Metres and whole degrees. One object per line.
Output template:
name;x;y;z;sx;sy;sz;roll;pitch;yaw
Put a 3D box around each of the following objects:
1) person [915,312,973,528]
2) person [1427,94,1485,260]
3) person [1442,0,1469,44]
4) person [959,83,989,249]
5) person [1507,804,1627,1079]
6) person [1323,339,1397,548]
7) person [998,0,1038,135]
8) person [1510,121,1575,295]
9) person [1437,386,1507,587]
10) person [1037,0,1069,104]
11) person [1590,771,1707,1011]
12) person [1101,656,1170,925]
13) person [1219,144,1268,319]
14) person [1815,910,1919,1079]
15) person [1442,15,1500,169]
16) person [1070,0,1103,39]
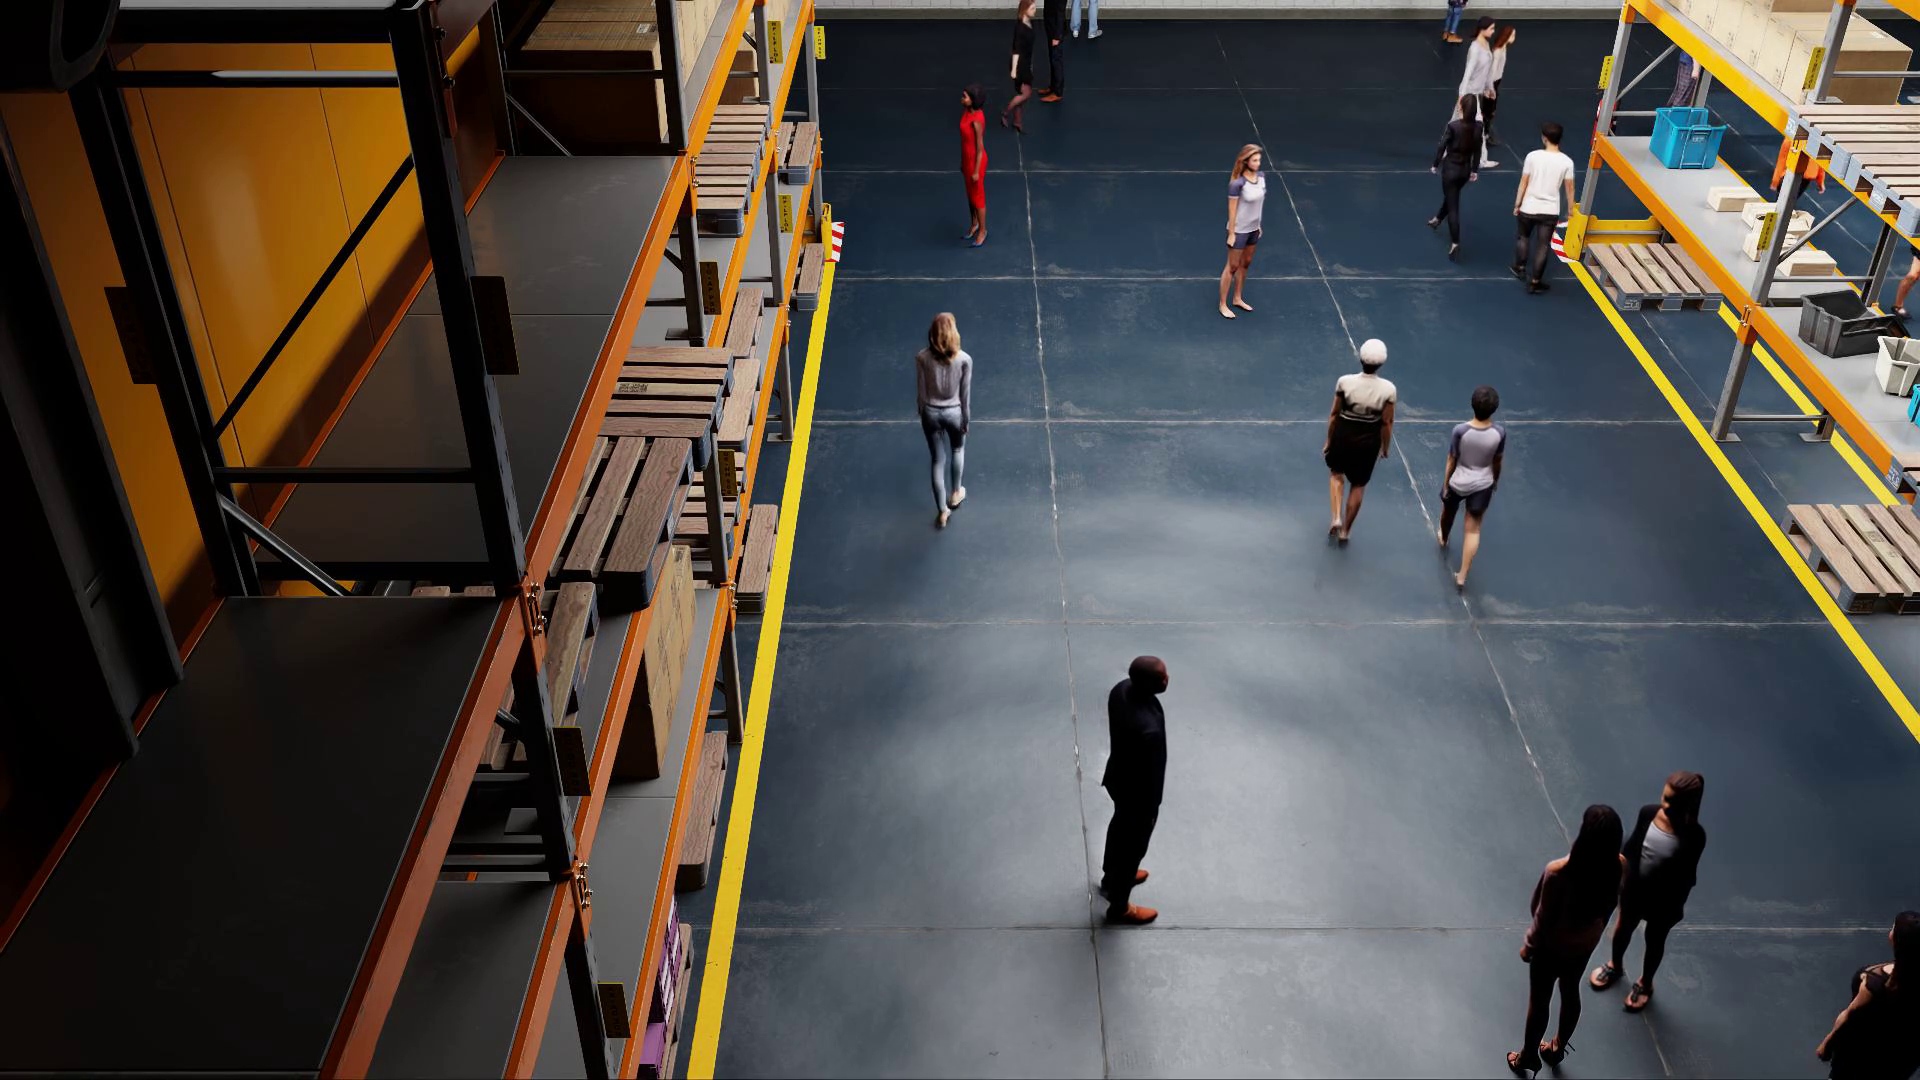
person;-0.145;-0.888;12.866;0.631;1.776;0.771;3;34;4
person;5.175;-3.726;17.244;0.750;1.656;1.132;-8;34;-11
person;7.055;-7.726;23.629;0.676;1.250;0.501;-16;37;-22
person;0.153;-3.940;17.487;0.695;1.743;0.547;-10;35;-15
person;3.069;2.047;8.419;0.685;1.811;0.629;-10;35;-14
person;2.981;-0.672;12.573;0.726;1.741;0.735;9;35;13
person;0.663;-5.779;20.299;0.761;1.693;0.707;10;35;14
person;5.761;-3.287;16.547;0.872;1.697;0.924;16;37;22
person;3.790;-0.378;12.330;0.686;1.520;1.078;5;34;7
person;1.233;-6.570;21.392;0.752;1.800;0.526;-2;34;-3
person;3.745;1.852;8.946;0.645;1.552;0.701;27;42;34
person;0.978;1.387;9.406;0.778;1.817;0.568;-4;34;-6
person;2.738;-3.012;16.104;0.690;1.730;0.731;-24;41;-32
person;4.390;2.495;7.847;0.744;1.697;0.699;-7;34;-10
person;5.888;-5.243;19.447;0.956;1.745;1.014;18;38;25
person;1.799;-8.095;23.627;0.751;1.866;0.712;13;36;19
